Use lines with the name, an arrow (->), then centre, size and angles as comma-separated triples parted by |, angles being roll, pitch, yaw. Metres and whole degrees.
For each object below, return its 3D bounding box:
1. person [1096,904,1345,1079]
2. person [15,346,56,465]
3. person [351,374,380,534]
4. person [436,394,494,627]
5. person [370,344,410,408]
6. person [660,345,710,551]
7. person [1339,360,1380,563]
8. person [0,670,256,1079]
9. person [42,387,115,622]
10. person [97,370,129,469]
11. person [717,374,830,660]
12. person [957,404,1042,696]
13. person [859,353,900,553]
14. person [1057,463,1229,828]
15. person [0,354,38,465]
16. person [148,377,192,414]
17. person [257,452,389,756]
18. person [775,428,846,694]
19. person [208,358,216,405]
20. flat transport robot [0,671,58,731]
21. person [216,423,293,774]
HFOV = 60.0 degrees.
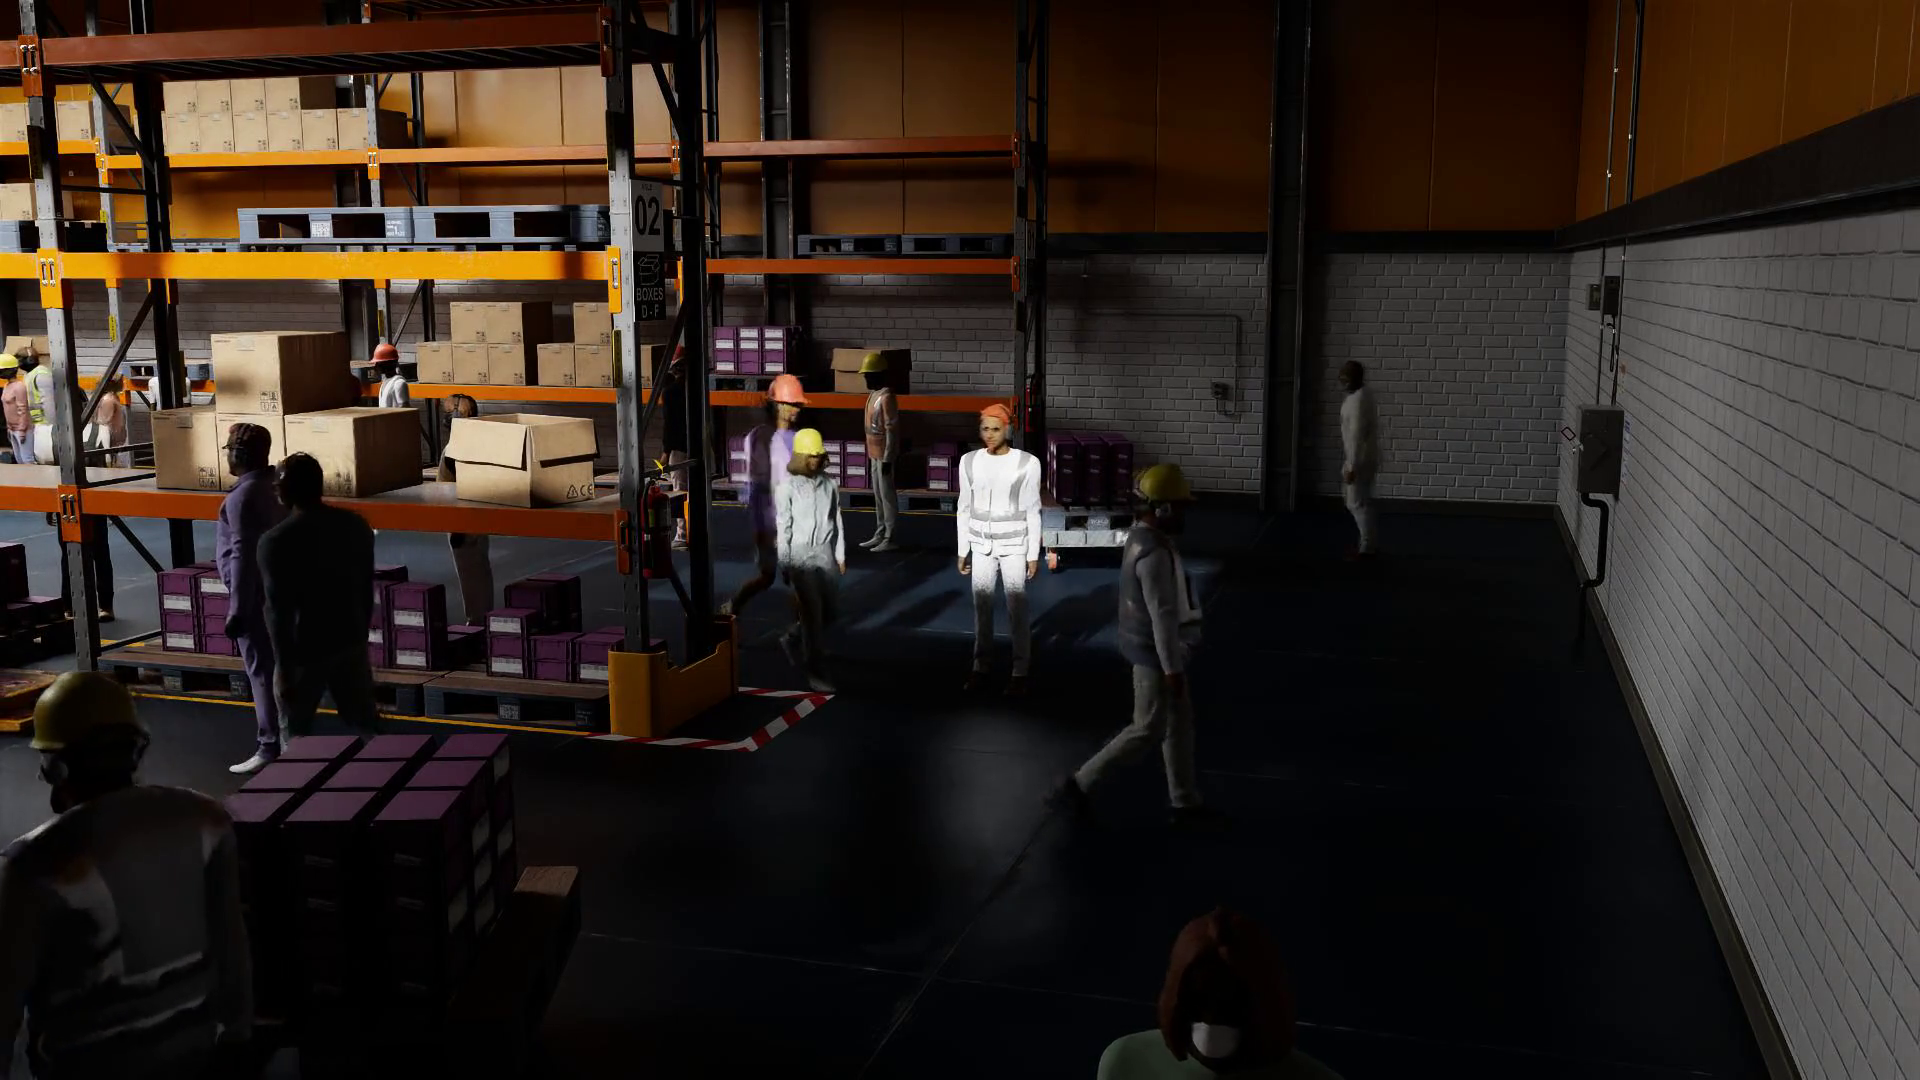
person -> 0.470, 1.443, 3.025 | 0.503, 1.628, 0.270 | 4, 10, 24
person -> -10.894, -1.391, 19.759 | 0.466, 1.816, 0.650 | -8, 13, -42
person -> -4.751, -0.343, 12.996 | 0.542, 1.930, 0.374 | -6, 11, -30
person -> -3.561, -0.133, 11.982 | 0.429, 1.841, 0.637 | 0, 9, -2
person -> -6.036, -1.117, 17.693 | 0.368, 1.933, 0.551 | -7, 12, -36
person -> -2.678, -0.889, 16.150 | 0.391, 1.987, 0.608 | 6, 11, 34
person -> 3.681, -0.716, 15.362 | 0.481, 1.897, 0.655 | 1, 9, 9
person -> -2.035, 1.205, 3.928 | 0.709, 1.794, 0.628 | 4, 10, 22
person -> -6.780, -0.274, 12.827 | 0.507, 1.847, 0.344 | -2, 10, -14
person -> -9.454, -1.065, 18.365 | 0.633, 1.620, 0.527 | -4, 10, -25
person -> -1.326, -0.170, 11.729 | 0.863, 2.017, 0.613 | 8, 12, 40
person -> 0.247, 0.062, 10.693 | 0.578, 1.879, 0.346 | 4, 10, 23
person -> -0.771, -0.838, 16.027 | 0.383, 1.923, 0.589 | -3, 10, -17
person -> 0.901, 0.528, 8.045 | 0.785, 1.810, 0.591 | 1, 9, 6
person -> -10.837, -1.257, 19.103 | 0.529, 1.757, 0.371 | 8, 12, 41
person -> -8.572, -1.158, 18.188 | 0.518, 1.857, 0.326 | 1, 9, 6
person -> -2.994, 0.523, 7.868 | 1.023, 1.889, 0.646 | 6, 11, 34
person -> -0.998, 0.114, 10.823 | 0.496, 1.714, 0.581 | -9, 13, -42
person -> -7.127, -0.941, 16.299 | 0.536, 2.000, 0.682 | -3, 10, -19
flat transport robot -> -6.066, 0.948, 10.163 | 1.431, 0.197, 0.652 | 3, 10, 16
person -> -3.817, 0.314, 9.056 | 0.405, 1.911, 0.636 | 1, 9, 4
